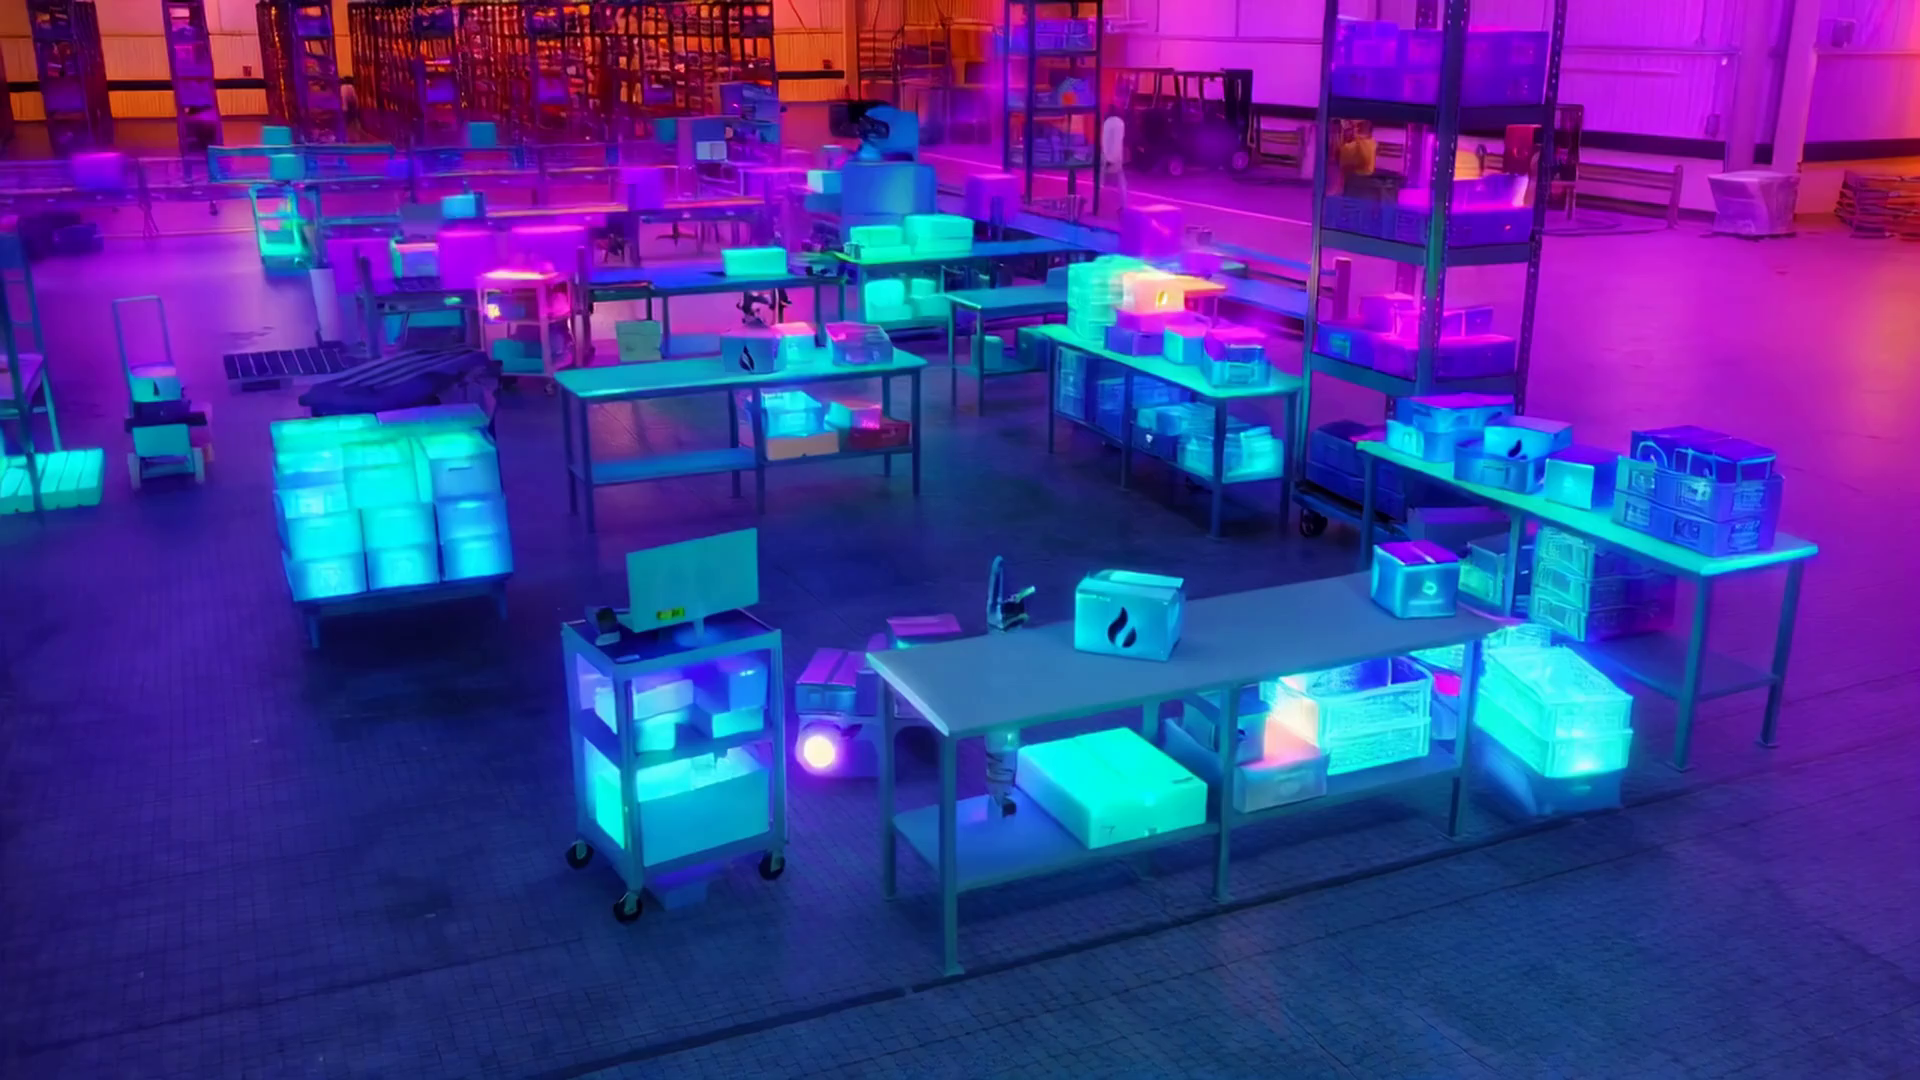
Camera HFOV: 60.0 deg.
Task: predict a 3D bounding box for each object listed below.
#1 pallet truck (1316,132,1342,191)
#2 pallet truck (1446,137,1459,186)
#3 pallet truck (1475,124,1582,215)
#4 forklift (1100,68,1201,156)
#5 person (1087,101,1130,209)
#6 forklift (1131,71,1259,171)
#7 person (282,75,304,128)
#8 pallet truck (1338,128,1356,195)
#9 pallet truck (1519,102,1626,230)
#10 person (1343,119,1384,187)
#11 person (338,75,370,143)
[{"bbox_3d":[7.723,-7.504,32.656,1.601,1.201,0.680,-8,19,-23],"label":"pallet truck"},{"bbox_3d":[9.184,-6.485,29.328,1.630,1.274,0.653,-8,19,-23],"label":"pallet truck"},{"bbox_3d":[9.707,-6.455,28.103,1.885,1.965,0.823,-7,19,-20],"label":"pallet truck"},{"bbox_3d":[4.082,-9.564,37.410,2.680,1.987,1.157,-8,19,-23],"label":"forklift"},{"bbox_3d":[2.602,-6.795,29.402,0.976,1.854,0.668,10,20,29],"label":"person"},{"bbox_3d":[4.998,-8.936,35.413,2.680,1.987,1.157,-9,20,-25],"label":"forklift"},{"bbox_3d":[-17.602,-11.334,43.830,0.924,1.768,0.659,-10,20,-30],"label":"person"},{"bbox_3d":[7.845,-7.140,31.411,1.522,1.261,0.704,-9,20,-25],"label":"pallet truck"},{"bbox_3d":[9.972,-6.037,26.785,1.885,1.965,0.823,-9,20,-25],"label":"pallet truck"},{"bbox_3d":[5.754,-5.035,23.654,0.665,1.971,0.991,-3,18,-10],"label":"person"},{"bbox_3d":[-15.928,-11.210,43.398,0.945,1.811,0.565,-6,19,-18],"label":"person"}]
